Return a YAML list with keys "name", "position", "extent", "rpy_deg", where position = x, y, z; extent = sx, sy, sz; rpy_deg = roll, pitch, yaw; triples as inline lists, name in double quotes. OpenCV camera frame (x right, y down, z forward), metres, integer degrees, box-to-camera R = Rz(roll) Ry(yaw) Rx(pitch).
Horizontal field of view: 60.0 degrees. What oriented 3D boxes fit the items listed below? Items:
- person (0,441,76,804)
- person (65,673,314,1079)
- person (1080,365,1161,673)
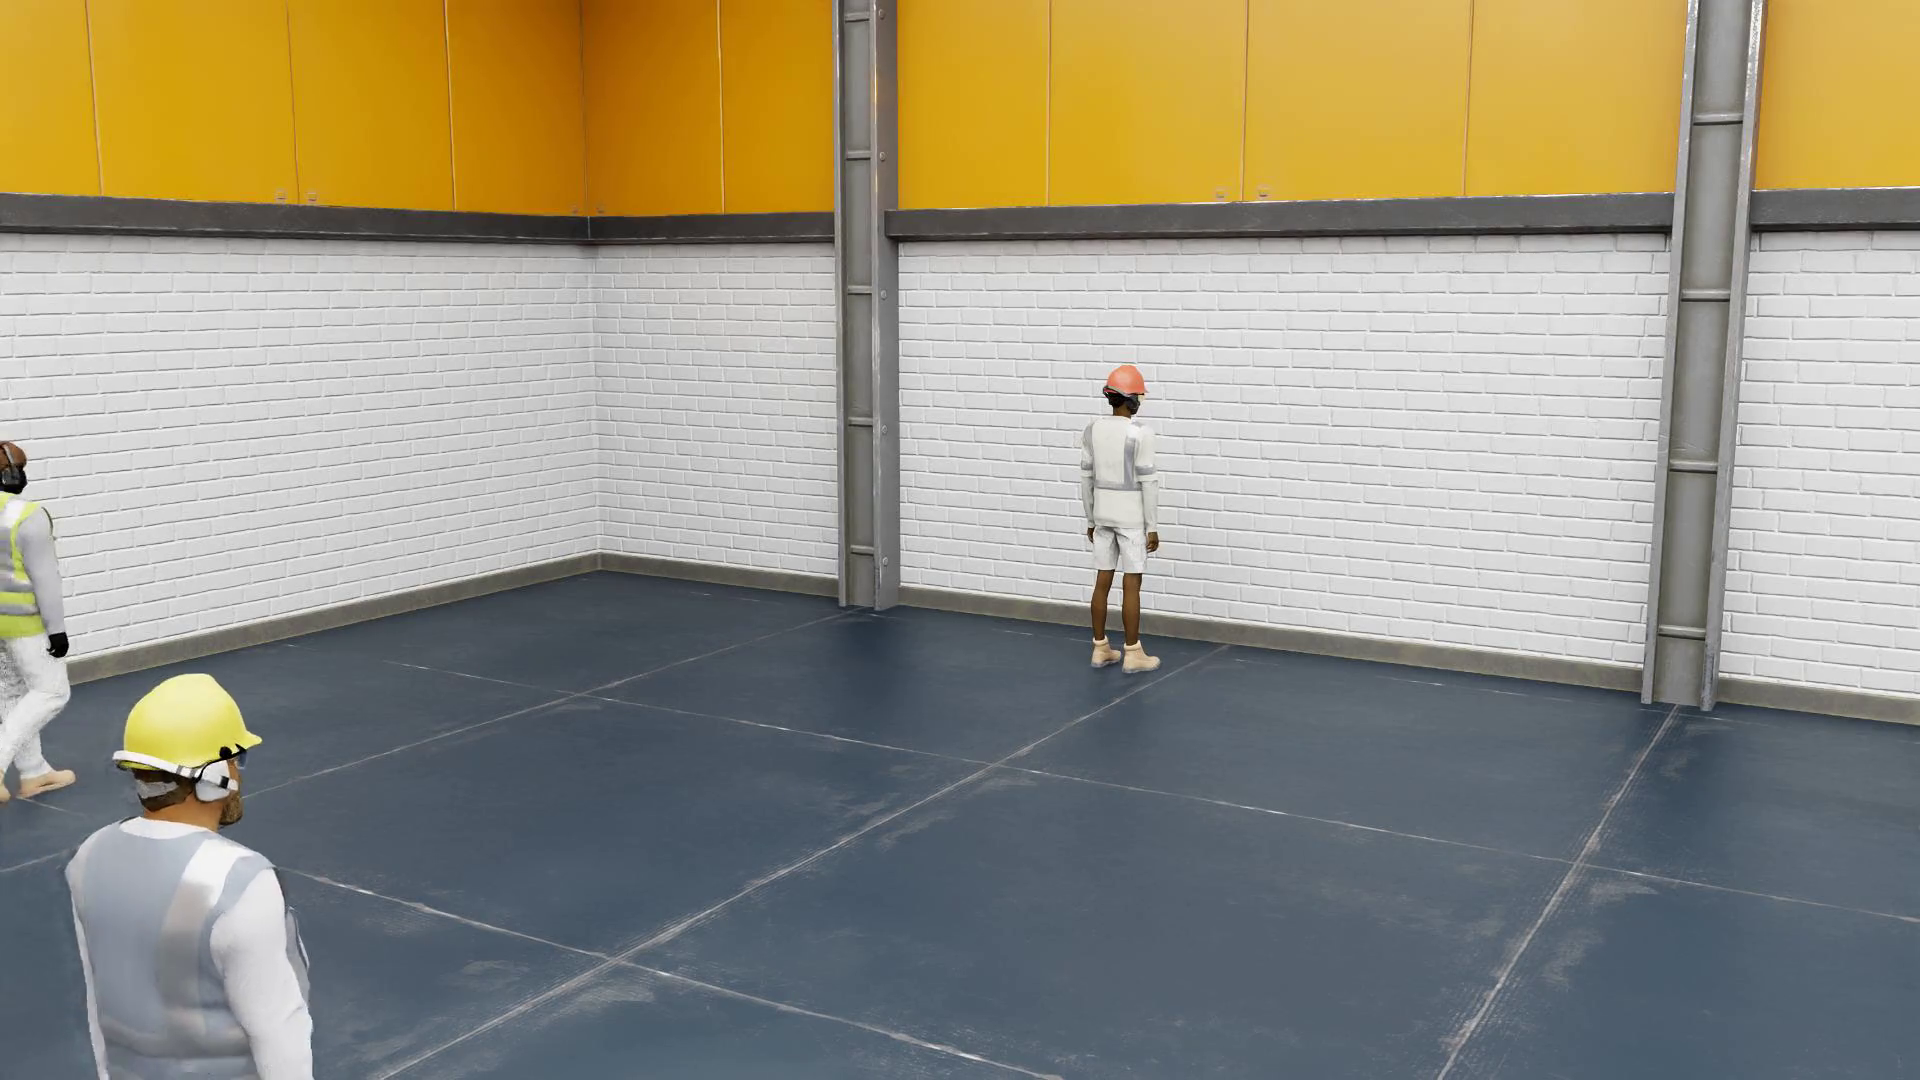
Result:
- name: "person"
  position: [-4.724, 0.423, 8.240]
  extent: [0.640, 1.830, 0.608]
  rpy_deg: [4, 10, 22]
- name: "person"
  position: [-1.643, 1.186, 3.536]
  extent: [0.596, 1.807, 0.812]
  rpy_deg: [6, 11, 33]
- name: "person"
  position: [1.083, -0.140, 11.083]
  extent: [0.605, 2.045, 0.376]
  rpy_deg: [8, 12, 42]
